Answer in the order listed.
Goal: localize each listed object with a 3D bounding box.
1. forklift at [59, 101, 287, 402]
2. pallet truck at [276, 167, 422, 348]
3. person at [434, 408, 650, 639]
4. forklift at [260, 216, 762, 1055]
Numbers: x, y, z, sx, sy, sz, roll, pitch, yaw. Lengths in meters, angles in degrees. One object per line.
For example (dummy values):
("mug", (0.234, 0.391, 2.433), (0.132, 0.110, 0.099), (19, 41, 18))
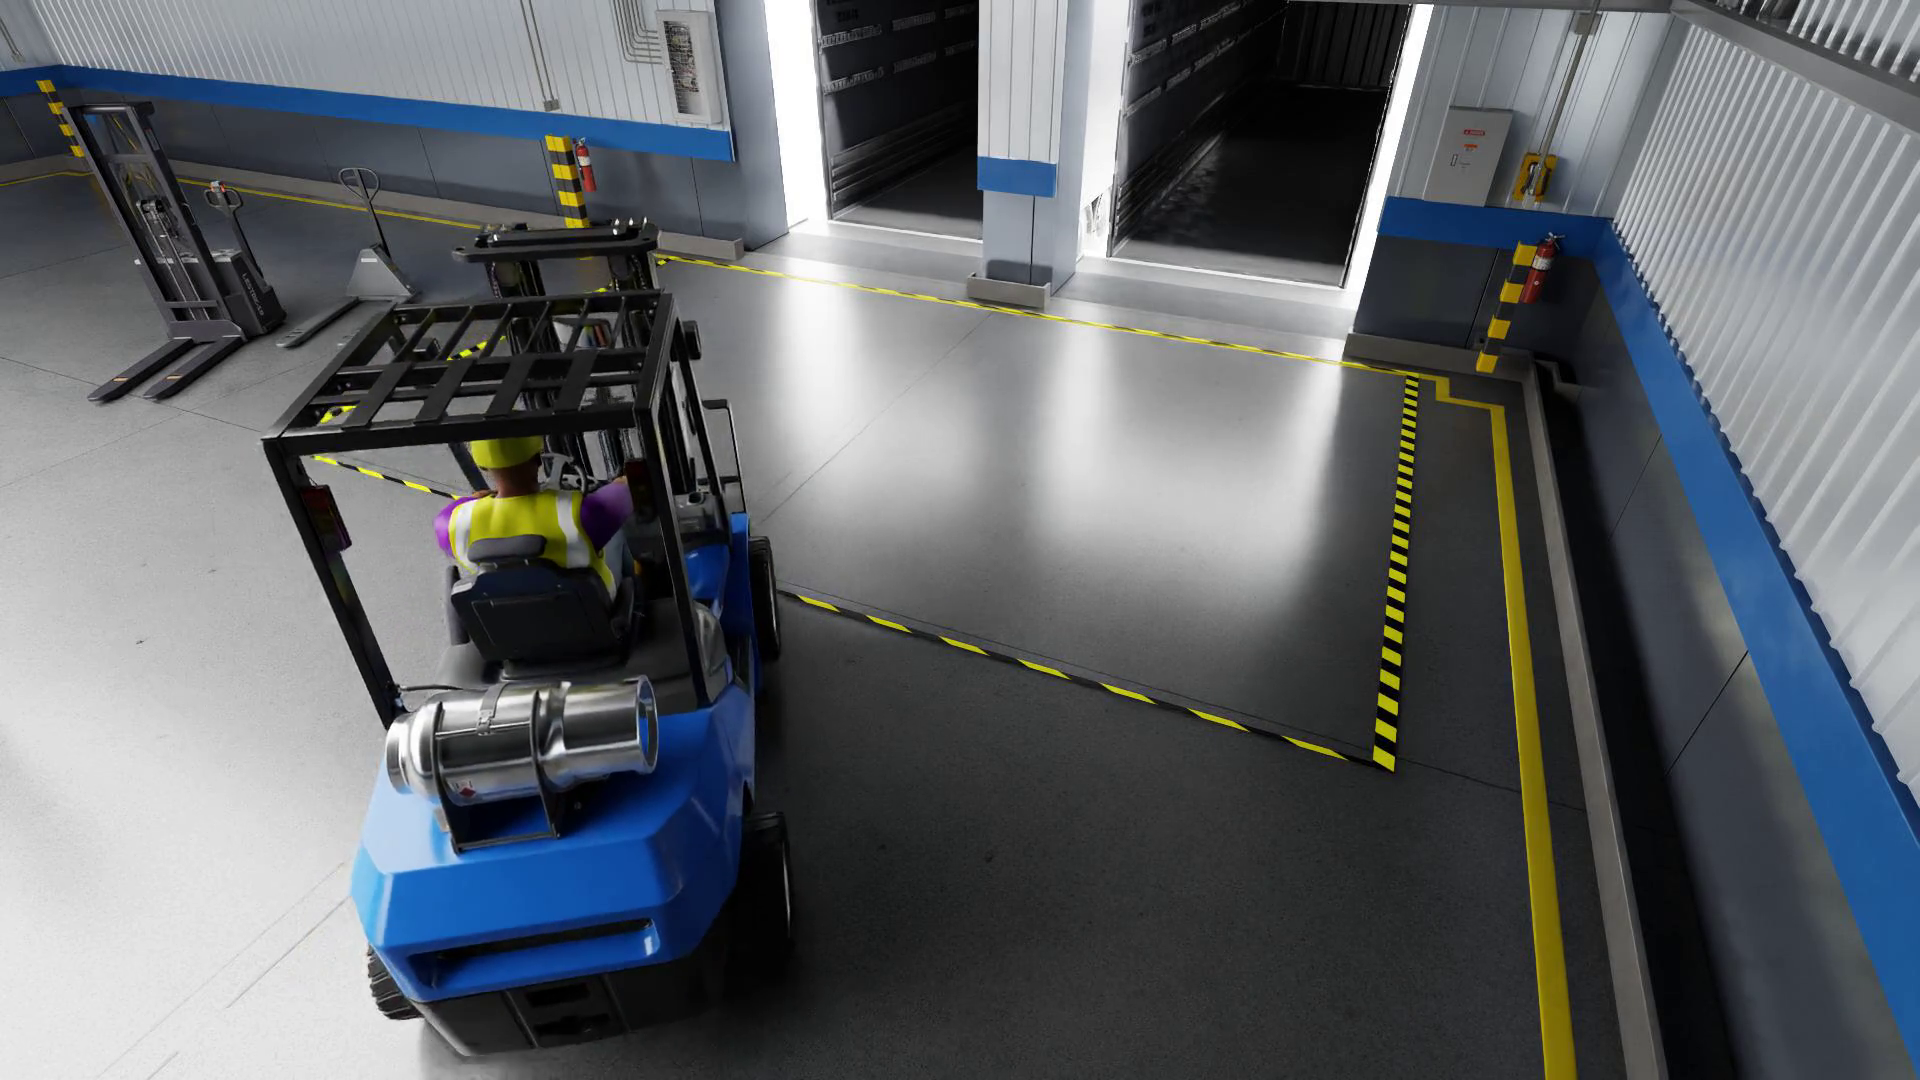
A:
("forklift", (-6.686, -2.387, 7.434), (0.823, 1.965, 1.885), (-3, 35, -5))
("pallet truck", (-5.732, -2.611, 8.414), (0.680, 1.201, 1.601), (-1, 35, -1))
("person", (-1.468, -0.057, 3.464), (0.635, 1.294, 1.004), (-6, 35, -8))
("forklift", (-1.465, 0.131, 3.522), (1.157, 2.036, 2.680), (-6, 35, -8))
